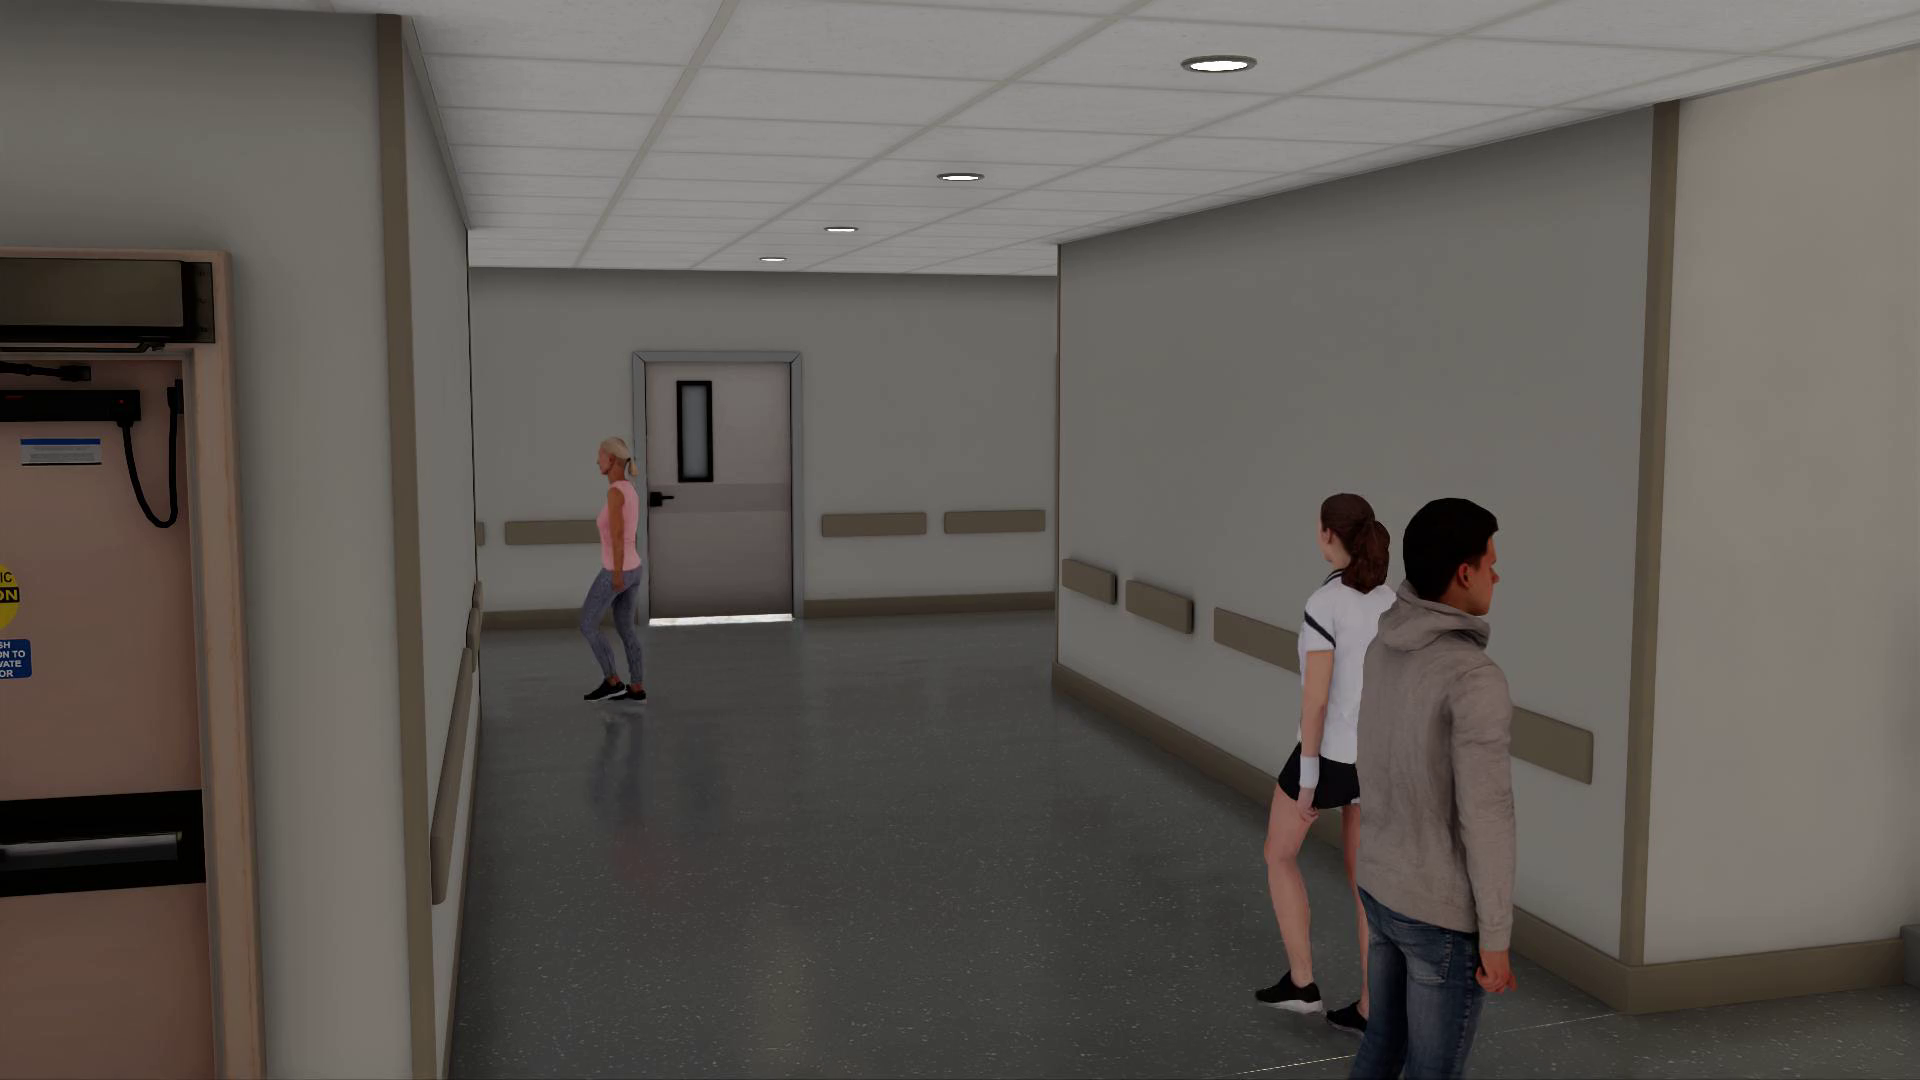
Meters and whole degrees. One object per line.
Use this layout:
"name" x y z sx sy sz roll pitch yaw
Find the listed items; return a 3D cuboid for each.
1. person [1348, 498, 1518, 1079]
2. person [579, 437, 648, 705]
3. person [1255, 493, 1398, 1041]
"person" 1.062 0.819 3.861 0.563 1.853 0.648 -2 6 -16
"person" -2.096 0.210 10.608 0.722 1.714 0.677 1 6 9
"person" 1.271 0.741 5.242 0.706 1.733 0.749 -3 7 -29
